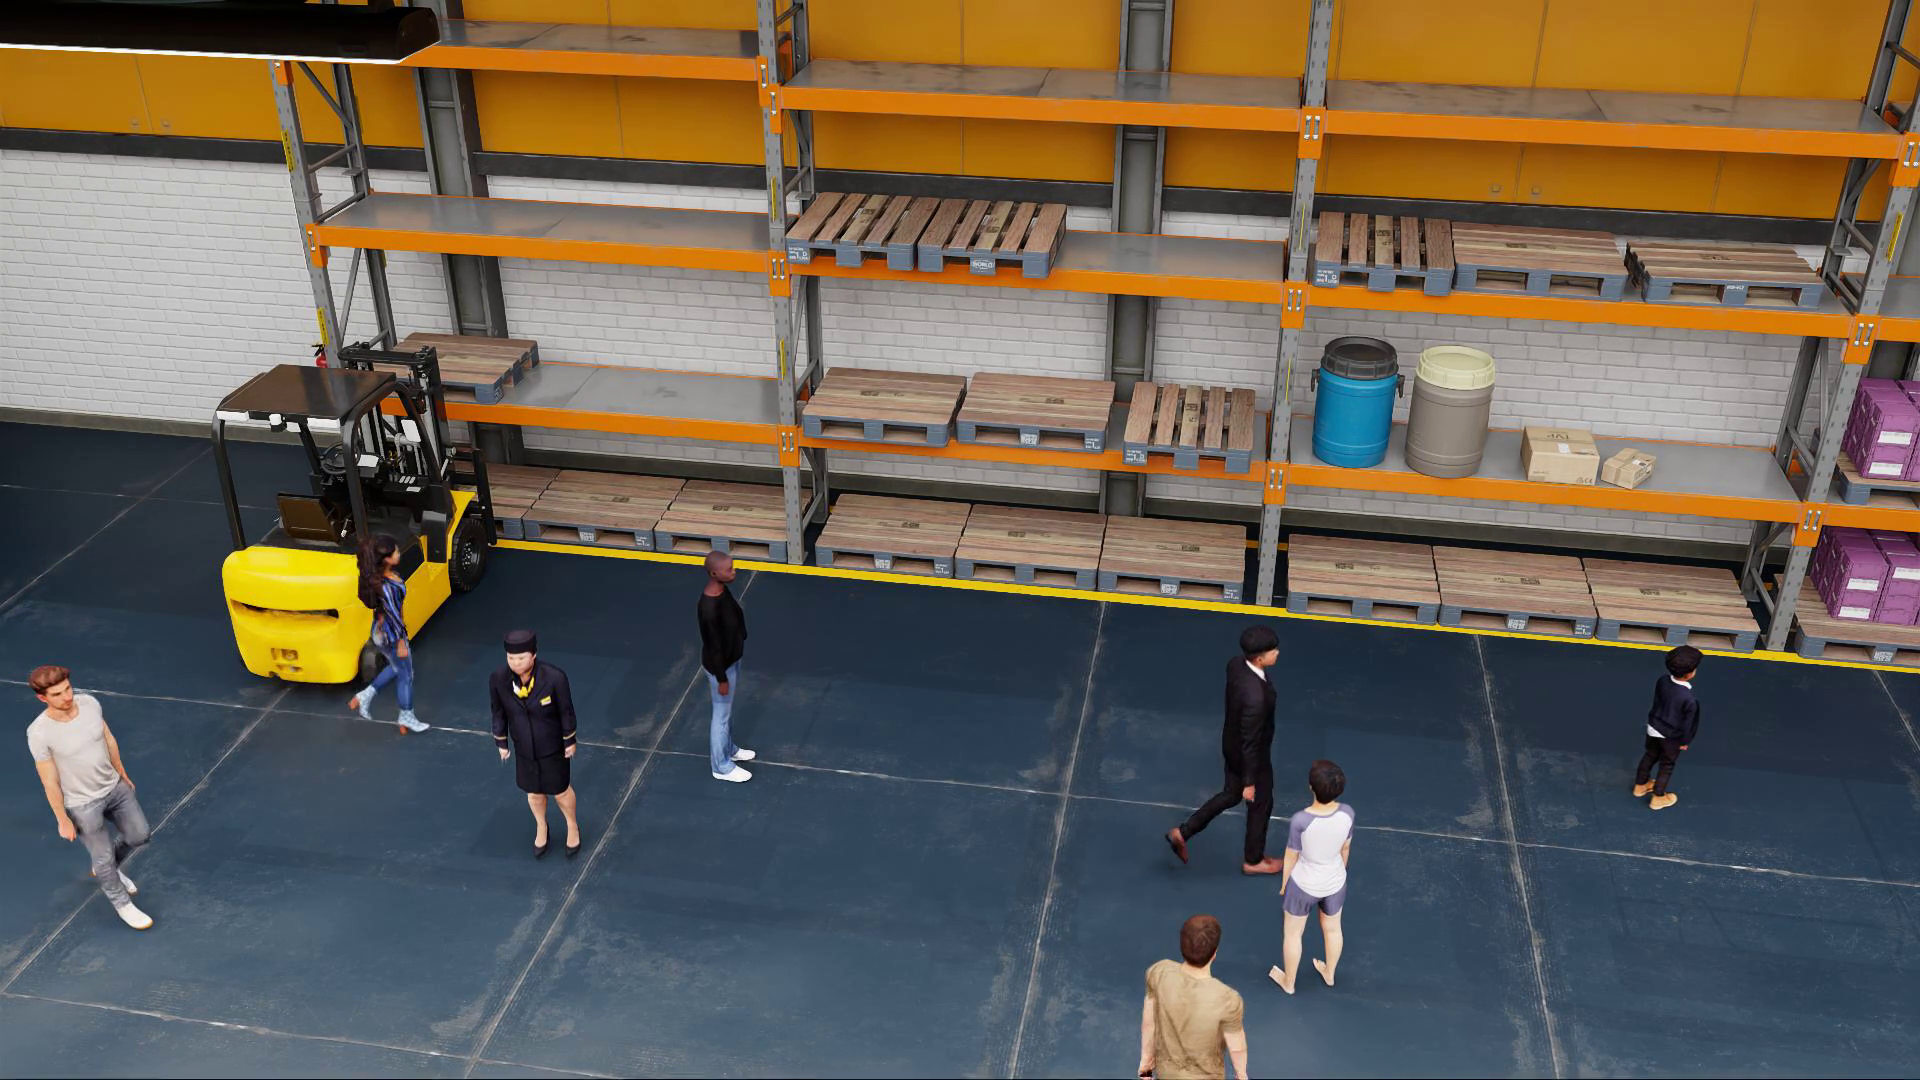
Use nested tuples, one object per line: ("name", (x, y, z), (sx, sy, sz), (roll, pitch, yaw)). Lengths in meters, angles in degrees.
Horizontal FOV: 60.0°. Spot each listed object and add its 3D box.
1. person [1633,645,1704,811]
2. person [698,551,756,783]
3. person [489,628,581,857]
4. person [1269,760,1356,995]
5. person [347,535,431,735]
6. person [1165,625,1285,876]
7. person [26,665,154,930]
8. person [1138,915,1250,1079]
("person", (4.766, 1.253, 11.189), (0.600, 1.224, 0.573), (-9, 30, -16))
("person", (-1.631, 0.843, 11.393), (0.582, 1.749, 0.630), (0, 29, 0))
("person", (-2.686, 1.293, 10.647), (0.598, 1.673, 0.780), (1, 29, 2))
("person", (2.054, 1.939, 9.578), (0.591, 1.562, 0.700), (-7, 29, -13))
("person", (-4.119, 0.702, 11.801), (0.907, 1.606, 0.815), (-9, 30, -16))
("person", (1.701, 1.329, 10.382), (1.132, 1.863, 0.907), (-3, 29, -6))
("person", (-5.284, 1.513, 10.022), (0.851, 1.886, 0.790), (12, 31, 21))
("person", (1.056, 2.630, 8.029), (0.810, 1.833, 0.877), (21, 35, 33))
